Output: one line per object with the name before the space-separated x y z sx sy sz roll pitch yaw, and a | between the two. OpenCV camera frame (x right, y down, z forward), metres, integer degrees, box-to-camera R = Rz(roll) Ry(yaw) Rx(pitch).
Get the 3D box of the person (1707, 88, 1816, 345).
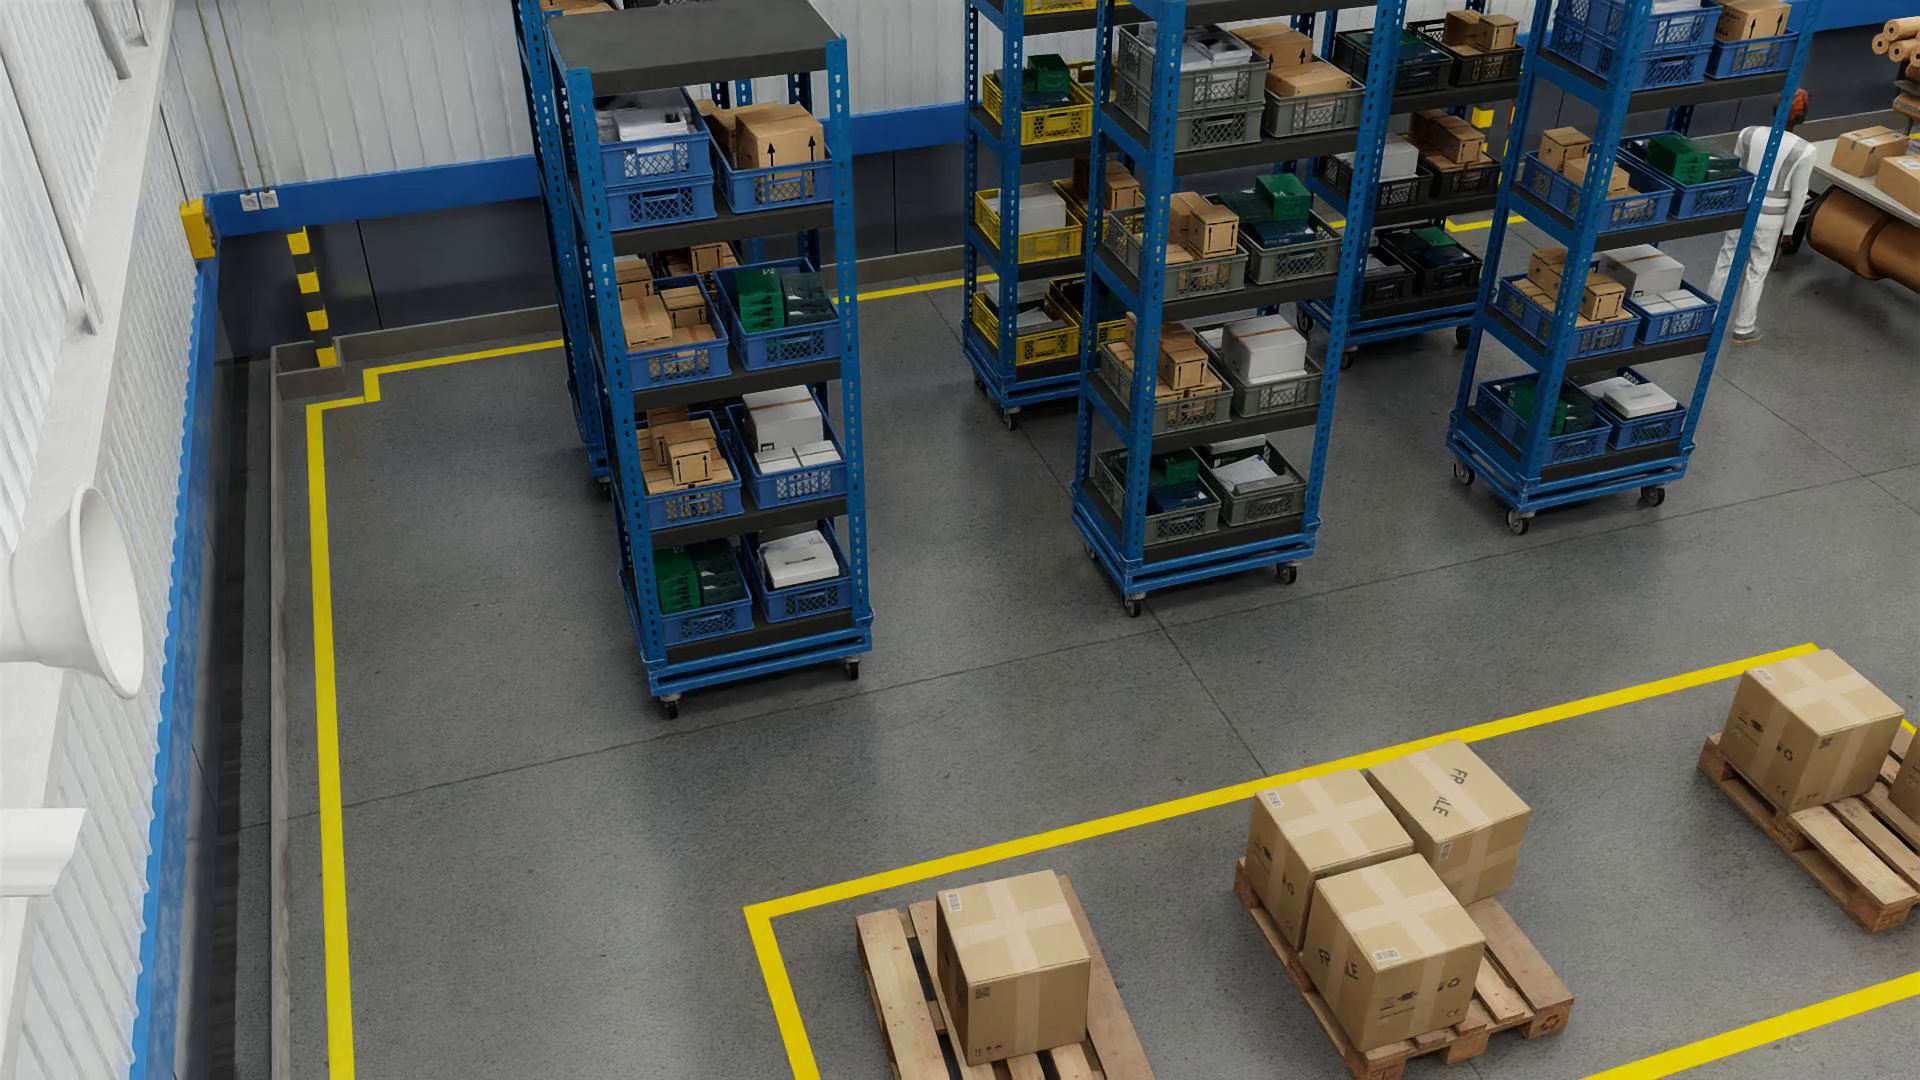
person | 5.725 -2.314 11.936 0.361 1.882 0.573 -25 42 -31
